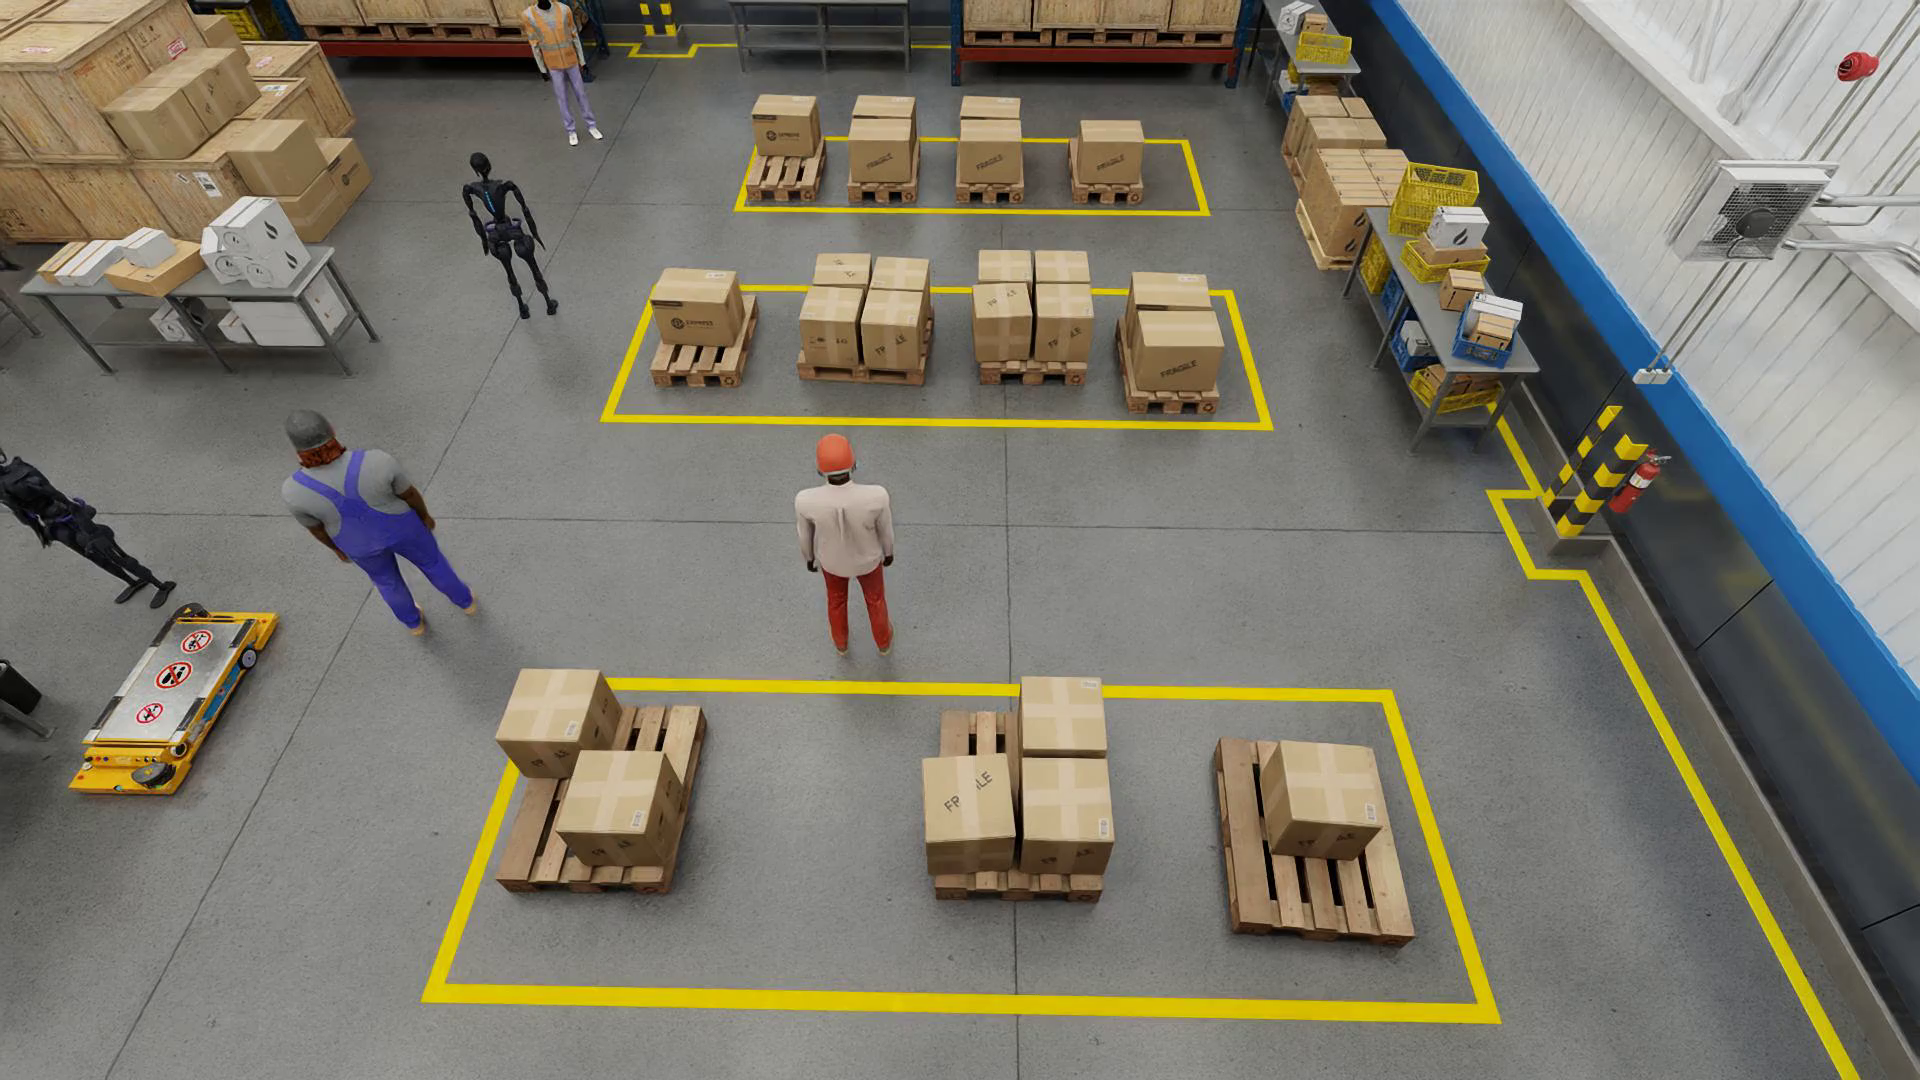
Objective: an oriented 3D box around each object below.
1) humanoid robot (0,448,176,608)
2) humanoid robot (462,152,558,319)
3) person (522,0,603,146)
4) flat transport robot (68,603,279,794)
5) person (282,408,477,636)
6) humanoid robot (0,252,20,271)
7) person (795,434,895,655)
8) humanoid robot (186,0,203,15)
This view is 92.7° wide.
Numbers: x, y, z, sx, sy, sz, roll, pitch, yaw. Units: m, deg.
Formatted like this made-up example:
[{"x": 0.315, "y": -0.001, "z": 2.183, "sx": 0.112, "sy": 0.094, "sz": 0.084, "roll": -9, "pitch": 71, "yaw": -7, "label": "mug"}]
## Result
[{"x": -6.323, "y": -0.088, "z": 6.509, "sx": 0.598, "sy": 1.657, "sz": 0.324, "roll": 8, "pitch": 50, "yaw": 7, "label": "humanoid robot"}, {"x": -4.407, "y": -2.953, "z": 8.942, "sx": 0.572, "sy": 1.650, "sz": 0.333, "roll": -10, "pitch": 51, "yaw": -8, "label": "humanoid robot"}, {"x": -4.888, "y": -5.872, "z": 11.248, "sx": 0.586, "sy": 1.930, "sz": 0.361, "roll": -24, "pitch": 54, "yaw": -19, "label": "person"}, {"x": -5.504, "y": 1.072, "z": 6.442, "sx": 0.652, "sy": 0.197, "sz": 1.431, "roll": 1, "pitch": 50, "yaw": 1, "label": "flat transport robot"}, {"x": -4.008, "y": -0.114, "z": 6.304, "sx": 0.681, "sy": 2.000, "sz": 0.536, "roll": -23, "pitch": 54, "yaw": -19, "label": "person"}, {"x": -10.586, "y": -3.588, "z": 9.495, "sx": 0.702, "sy": 1.623, "sz": 0.616, "roll": 14, "pitch": 51, "yaw": 11, "label": "humanoid robot"}, {"x": -0.753, "y": 0.074, "z": 6.190, "sx": 0.628, "sy": 1.981, "sz": 0.427, "roll": -1, "pitch": 50, "yaw": -1, "label": "person"}, {"x": -9.932, "y": -6.464, "z": 11.913, "sx": 0.565, "sy": 1.651, "sz": 0.351, "roll": -30, "pitch": 56, "yaw": -23, "label": "humanoid robot"}]
